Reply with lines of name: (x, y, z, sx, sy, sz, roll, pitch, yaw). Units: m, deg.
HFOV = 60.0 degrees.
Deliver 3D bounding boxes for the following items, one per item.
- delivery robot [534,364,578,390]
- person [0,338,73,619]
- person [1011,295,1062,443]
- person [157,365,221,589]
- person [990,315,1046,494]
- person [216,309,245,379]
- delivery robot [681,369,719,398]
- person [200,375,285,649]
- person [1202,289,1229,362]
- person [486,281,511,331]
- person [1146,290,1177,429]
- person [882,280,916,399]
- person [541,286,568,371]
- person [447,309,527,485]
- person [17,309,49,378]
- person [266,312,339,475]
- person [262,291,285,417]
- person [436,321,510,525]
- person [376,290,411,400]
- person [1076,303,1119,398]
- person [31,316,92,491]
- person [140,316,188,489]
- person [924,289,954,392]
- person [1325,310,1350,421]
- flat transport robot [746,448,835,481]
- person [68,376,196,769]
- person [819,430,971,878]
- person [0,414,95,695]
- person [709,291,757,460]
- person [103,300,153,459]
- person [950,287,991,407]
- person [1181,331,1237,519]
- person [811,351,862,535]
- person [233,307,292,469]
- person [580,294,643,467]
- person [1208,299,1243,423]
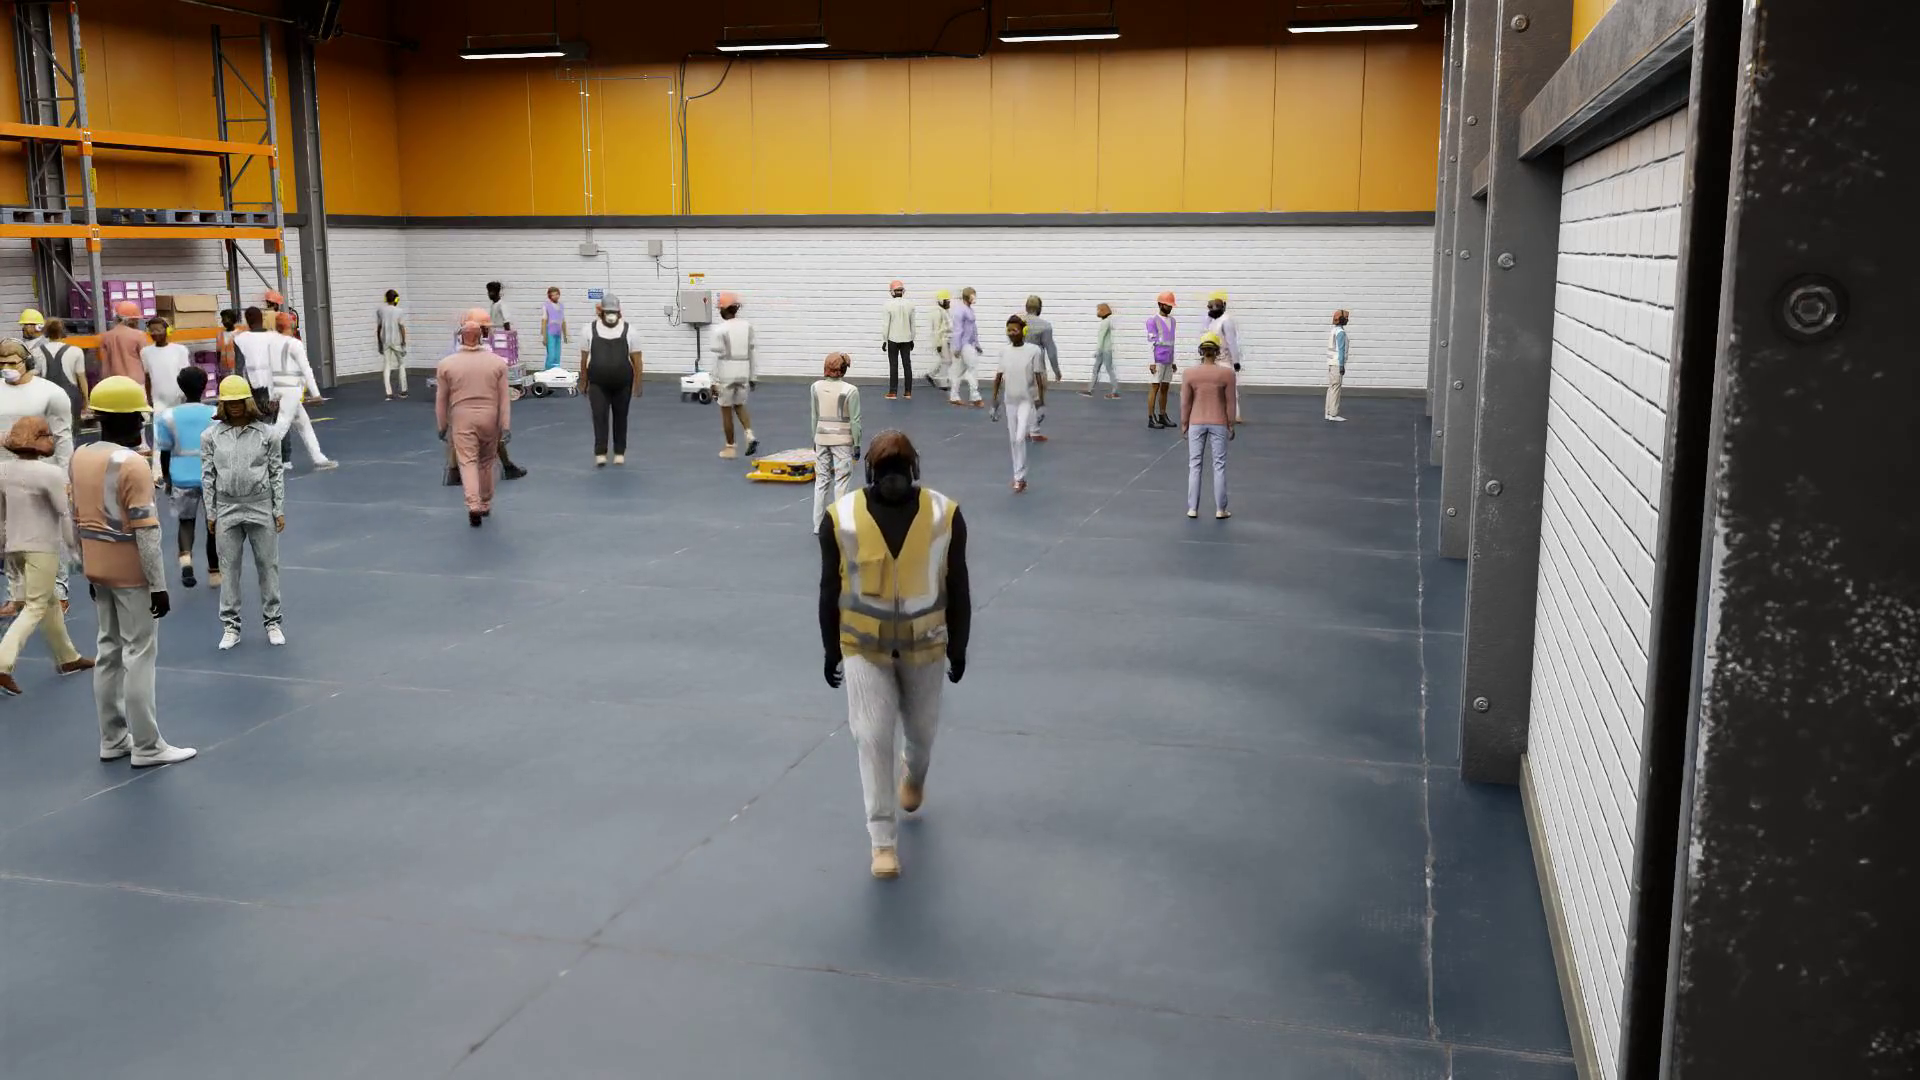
delivery robot: (-6.853, -2.744, 28.229, 0.707, 0.478, 0.477, 0, 10, 1)
person: (-6.405, -0.417, 11.414, 0.628, 1.935, 0.373, -1, 10, -4)
person: (0.964, -2.210, 21.576, 0.652, 1.930, 0.445, 10, 14, 44)
person: (-5.610, -0.443, 12.265, 0.538, 1.681, 0.485, -3, 10, -17)
person: (0.565, -1.387, 17.189, 0.554, 1.834, 0.742, 5, 11, 25)
person: (-10.476, -2.521, 24.109, 0.543, 1.667, 0.778, 3, 10, 15)
delivery robot: (-4.205, -2.554, 27.154, 0.707, 0.478, 0.477, 6, 12, 32)
person: (-4.554, -0.177, 10.595, 0.488, 1.744, 0.295, -4, 11, -20)
person: (3.893, -2.913, 25.647, 0.733, 1.907, 0.592, 8, 13, 39)
person: (-8.108, -3.565, 29.208, 0.488, 1.943, 0.630, -5, 11, -28)
person: (2.862, -2.536, 23.407, 0.544, 1.936, 0.359, -10, 14, -43)
person: (-1.031, -3.360, 27.911, 0.611, 1.994, 0.379, -5, 11, -28)
person: (-7.457, -3.734, 30.528, 0.436, 1.822, 0.617, 5, 11, 24)
person: (-5.184, -1.546, 17.953, 0.563, 1.886, 0.986, 8, 13, 38)
person: (-10.670, -1.751, 19.250, 0.589, 1.834, 0.403, 4, 11, 21)
person: (-7.540, -1.636, 18.659, 0.591, 1.822, 1.025, 10, 14, 43)
person: (-10.394, -2.834, 25.259, 0.555, 1.867, 1.039, 2, 10, 12)
person: (-4.501, -1.090, 15.416, 0.653, 1.871, 0.959, -4, 11, -22)
person: (-9.507, -3.278, 27.920, 0.540, 1.821, 0.901, 0, 10, -2)
person: (2.322, -3.168, 27.945, 0.795, 1.600, 0.502, 1, 10, 3)
person: (-9.370, -1.413, 17.363, 0.515, 1.830, 0.424, -3, 10, -14)
person: (-8.453, -1.476, 17.756, 0.515, 1.820, 0.991, -2, 10, -12)
person: (-0.350, -3.509, 29.260, 0.525, 1.813, 0.608, 2, 10, 12)
person: (5.535, -2.553, 24.372, 0.316, 1.629, 0.508, 1, 10, 3)
flat transport robot: (-1.786, -0.845, 18.545, 0.652, 0.197, 1.431, 3, 11, 18)
person: (-4.089, 0.158, 8.175, 0.595, 1.925, 0.373, 6, 12, 31)
person: (-0.276, 0.424, 7.005, 0.633, 1.816, 0.817, -1, 10, -6)
person: (-5.389, 0.071, 9.621, 0.512, 1.591, 0.843, 3, 11, 17)
person: (-2.706, -1.957, 19.875, 0.628, 2.024, 0.491, -9, 13, -40)
person: (-9.793, -1.862, 19.594, 0.599, 1.931, 0.909, 4, 11, 21)
person: (0.204, -3.062, 26.458, 0.846, 1.906, 0.628, 2, 10, 11)
person: (2.334, -1.071, 15.615, 0.522, 1.761, 0.322, 3, 10, 15)
person: (-1.100, -0.841, 14.675, 0.519, 1.633, 0.311, 6, 12, 30)
person: (-8.052, -1.757, 19.219, 0.695, 1.851, 1.008, -9, 13, -40)
person: (-4.018, -1.850, 19.225, 0.707, 2.000, 0.938, -2, 10, -12)
person: (3.788, -2.584, 24.070, 0.457, 1.803, 0.657, -2, 10, -12)
